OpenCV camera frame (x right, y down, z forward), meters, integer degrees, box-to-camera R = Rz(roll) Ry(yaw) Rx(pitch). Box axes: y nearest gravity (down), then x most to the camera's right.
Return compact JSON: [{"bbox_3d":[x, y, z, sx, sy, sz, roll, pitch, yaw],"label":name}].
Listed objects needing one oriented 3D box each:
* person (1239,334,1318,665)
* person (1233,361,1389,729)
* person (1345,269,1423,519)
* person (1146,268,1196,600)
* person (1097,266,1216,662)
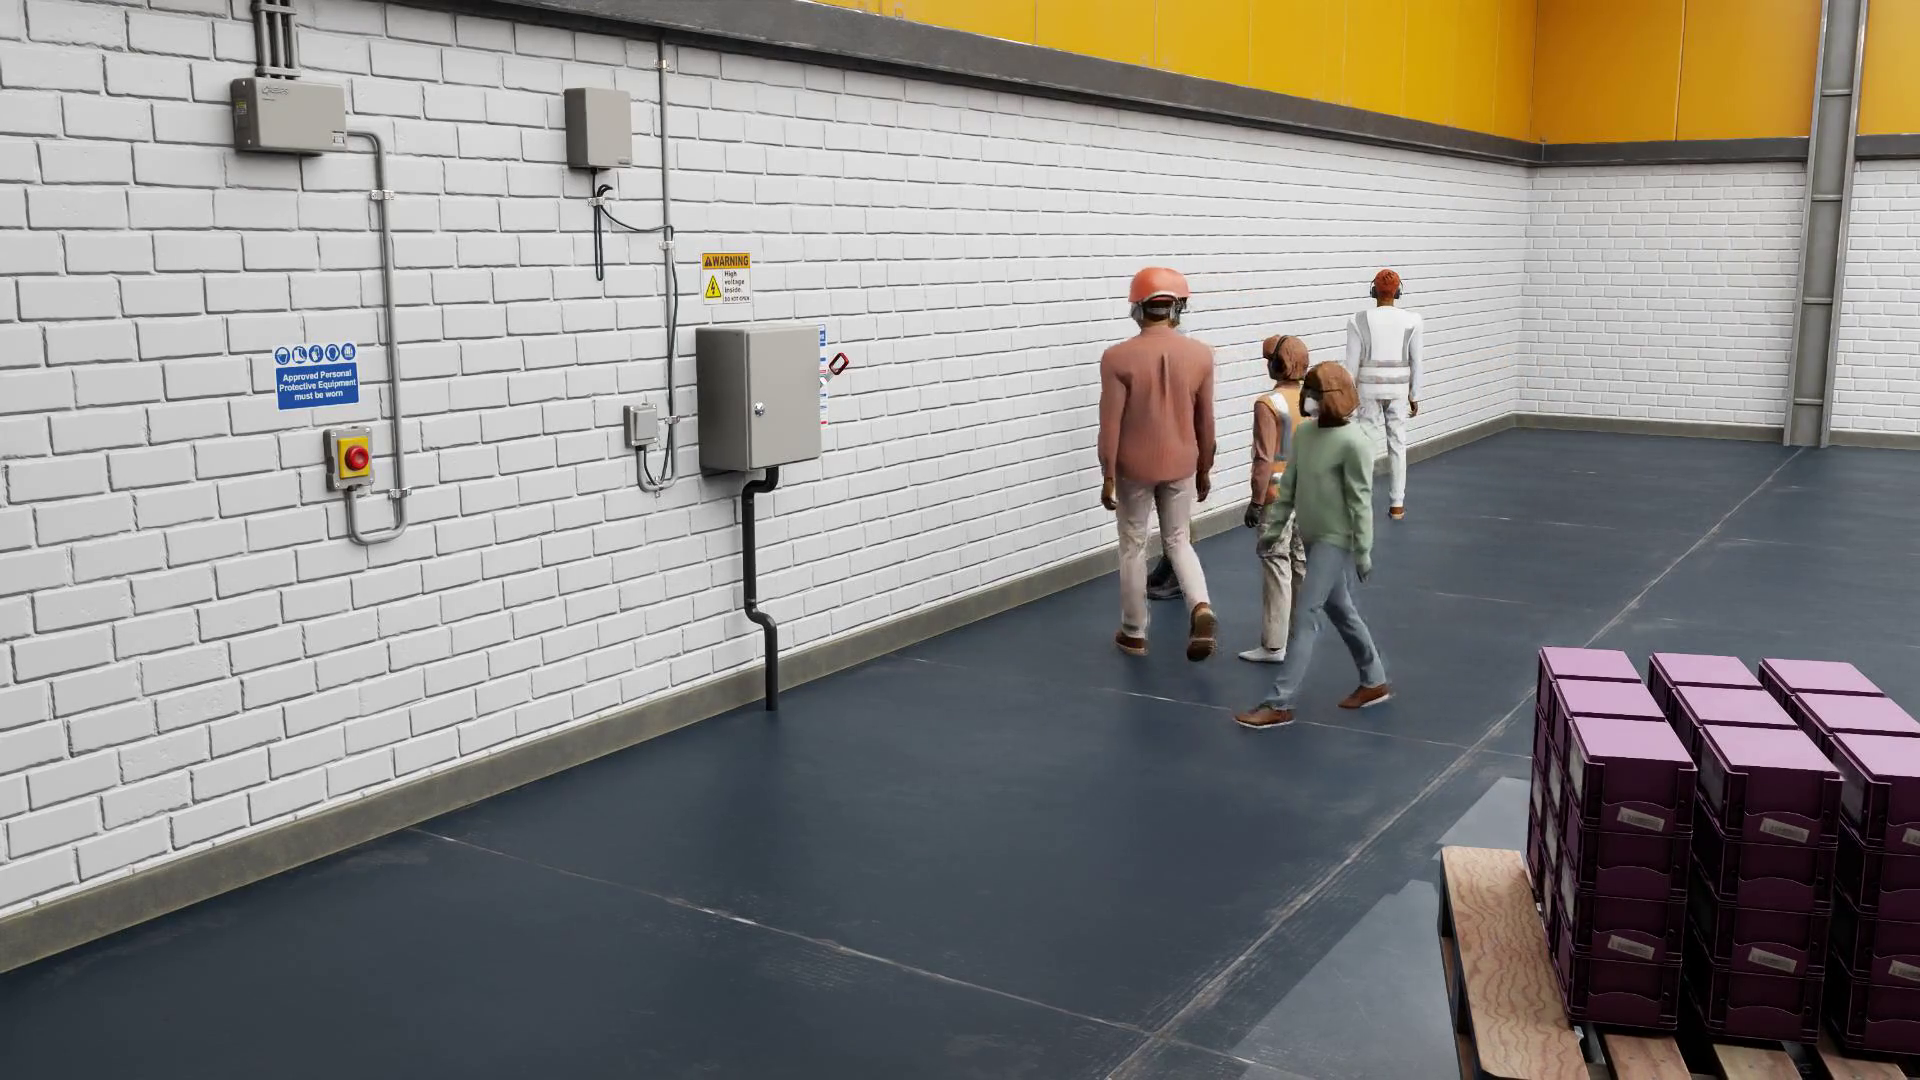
[{"bbox_3d":[1.610,-0.199,8.281,0.309,1.641,0.511,10,14,43],"label":"person"},{"bbox_3d":[1.589,0.011,7.270,0.844,1.593,0.500,-3,11,-16],"label":"person"},{"bbox_3d":[3.182,-1.089,12.542,0.576,1.882,0.354,1,10,4],"label":"person"},{"bbox_3d":[1.207,-0.613,9.747,0.372,1.939,0.544,0,10,-3],"label":"person"},{"bbox_3d":[0.996,-0.356,8.226,0.630,1.972,0.749,-3,11,-14],"label":"person"}]
